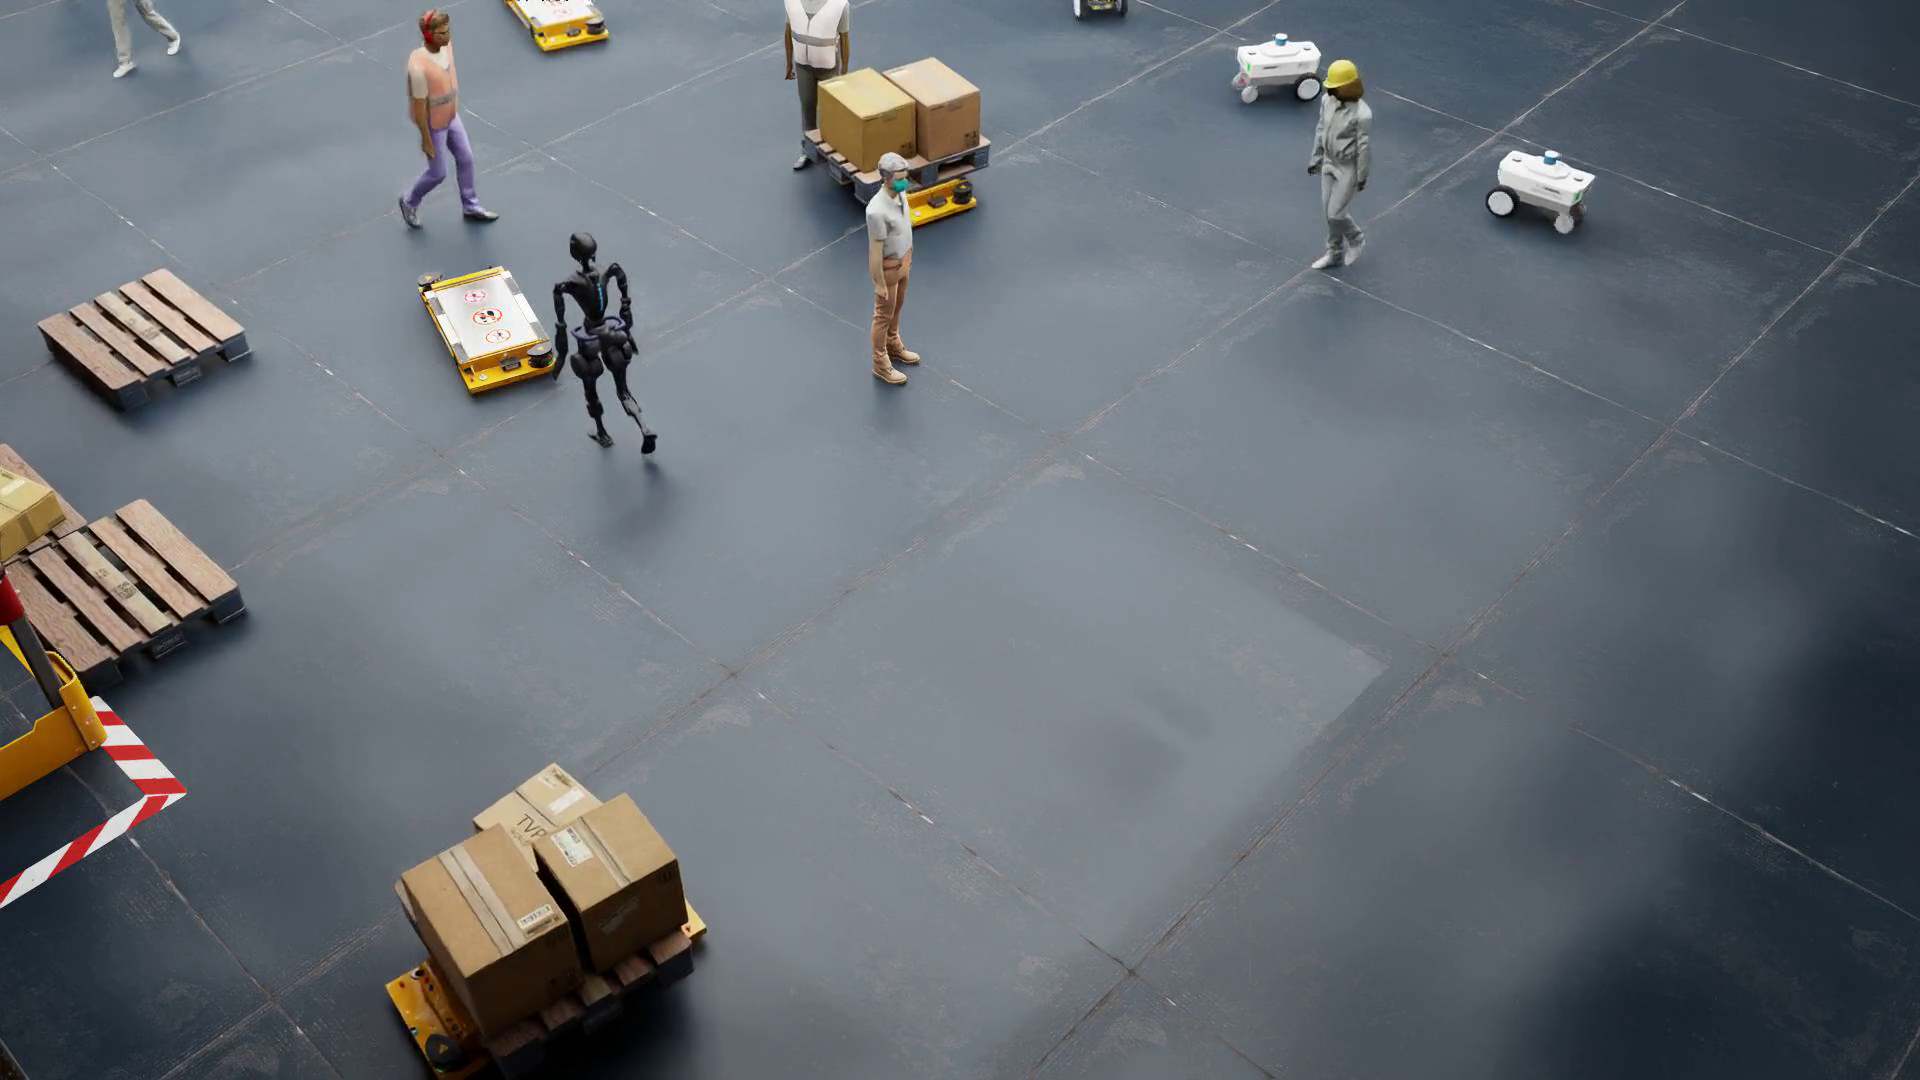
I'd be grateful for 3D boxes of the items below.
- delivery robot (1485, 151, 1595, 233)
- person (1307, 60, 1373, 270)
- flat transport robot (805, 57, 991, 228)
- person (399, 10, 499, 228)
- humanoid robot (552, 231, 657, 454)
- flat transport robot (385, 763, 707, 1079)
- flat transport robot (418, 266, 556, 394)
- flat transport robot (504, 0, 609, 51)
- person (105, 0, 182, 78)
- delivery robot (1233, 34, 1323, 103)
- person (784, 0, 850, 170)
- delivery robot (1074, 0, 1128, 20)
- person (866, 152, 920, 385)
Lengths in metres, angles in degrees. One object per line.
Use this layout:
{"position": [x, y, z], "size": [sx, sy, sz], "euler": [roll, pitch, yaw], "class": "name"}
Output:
{"position": [4.713, -2.873, 13.514], "size": [0.796, 0.606, 0.499], "euler": [27, 48, 26], "class": "delivery robot"}
{"position": [2.855, -2.829, 12.595], "size": [0.417, 1.716, 0.500], "euler": [-22, 46, -22], "class": "person"}
{"position": [-0.522, -3.084, 13.954], "size": [0.659, 0.231, 1.431], "euler": [-24, 47, -24], "class": "flat transport robot"}
{"position": [-4.163, -3.291, 13.039], "size": [0.716, 1.809, 0.600], "euler": [9, 43, 10], "class": "person"}
{"position": [-2.337, -1.232, 10.856], "size": [0.599, 1.638, 0.621], "euler": [-29, 49, -28], "class": "humanoid robot"}
{"position": [-2.045, 2.053, 8.244], "size": [1.431, 0.231, 0.659], "euler": [-27, 49, -27], "class": "flat transport robot"}
{"position": [-3.509, -1.604, 12.309], "size": [0.659, 0.231, 1.431], "euler": [-19, 45, -20], "class": "flat transport robot"}
{"position": [-3.996, -5.207, 16.314], "size": [0.659, 0.231, 1.431], "euler": [-20, 46, -21], "class": "flat transport robot"}
{"position": [-7.659, -5.118, 15.212], "size": [0.526, 1.608, 0.757], "euler": [12, 43, 13], "class": "person"}
{"position": [2.881, -4.298, 15.072], "size": [0.750, 0.570, 0.499], "euler": [-7, 42, -7], "class": "delivery robot"}
{"position": [-1.165, -3.917, 13.700], "size": [0.565, 1.848, 0.390], "euler": [11, 43, 12], "class": "person"}
{"position": [1.342, -5.506, 16.430], "size": [0.499, 0.591, 0.768], "euler": [-9, 43, -10], "class": "delivery robot"}
{"position": [-0.471, -1.898, 11.531], "size": [0.304, 1.743, 0.491], "euler": [15, 44, 16], "class": "person"}
